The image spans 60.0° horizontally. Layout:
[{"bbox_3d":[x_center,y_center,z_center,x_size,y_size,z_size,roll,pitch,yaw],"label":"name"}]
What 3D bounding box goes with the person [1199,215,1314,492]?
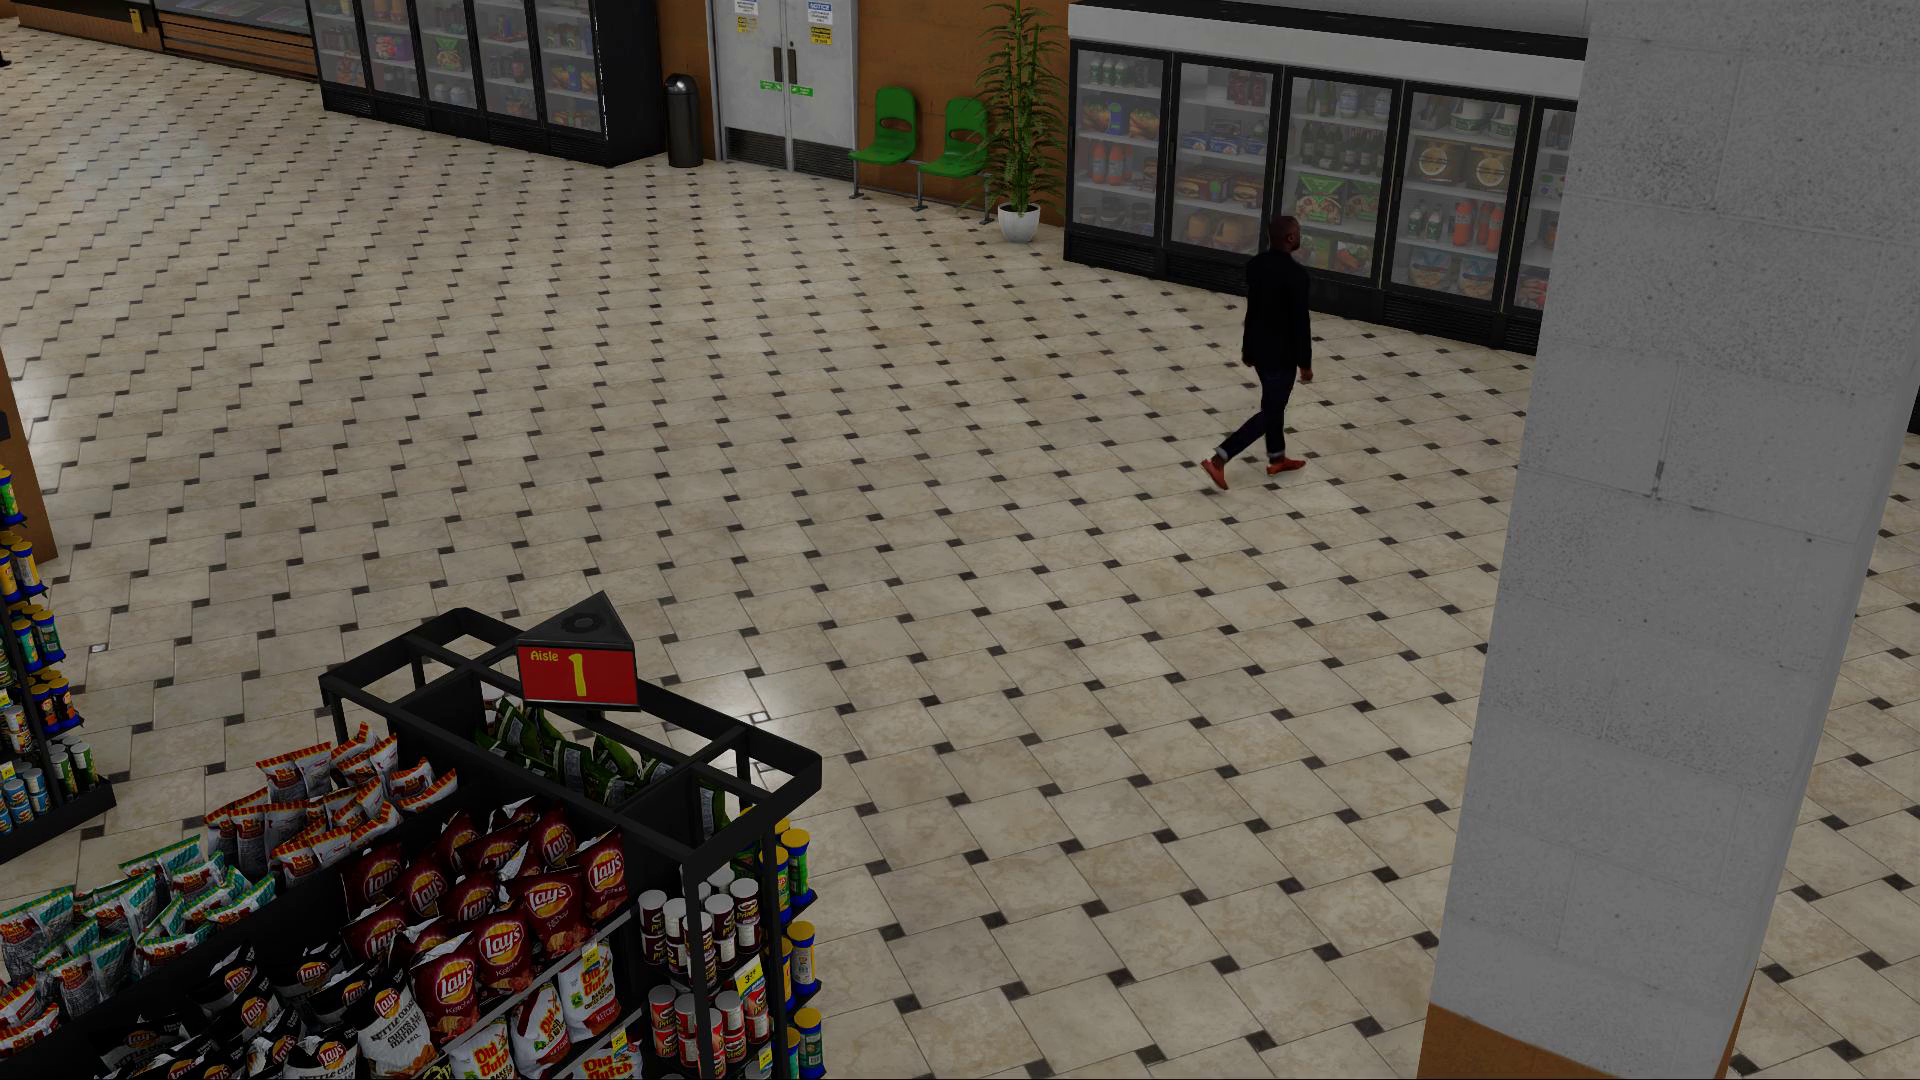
[{"bbox_3d":[1.922,-1.150,10.610,1.236,1.791,1.093,-9,28,-17],"label":"person"}]
